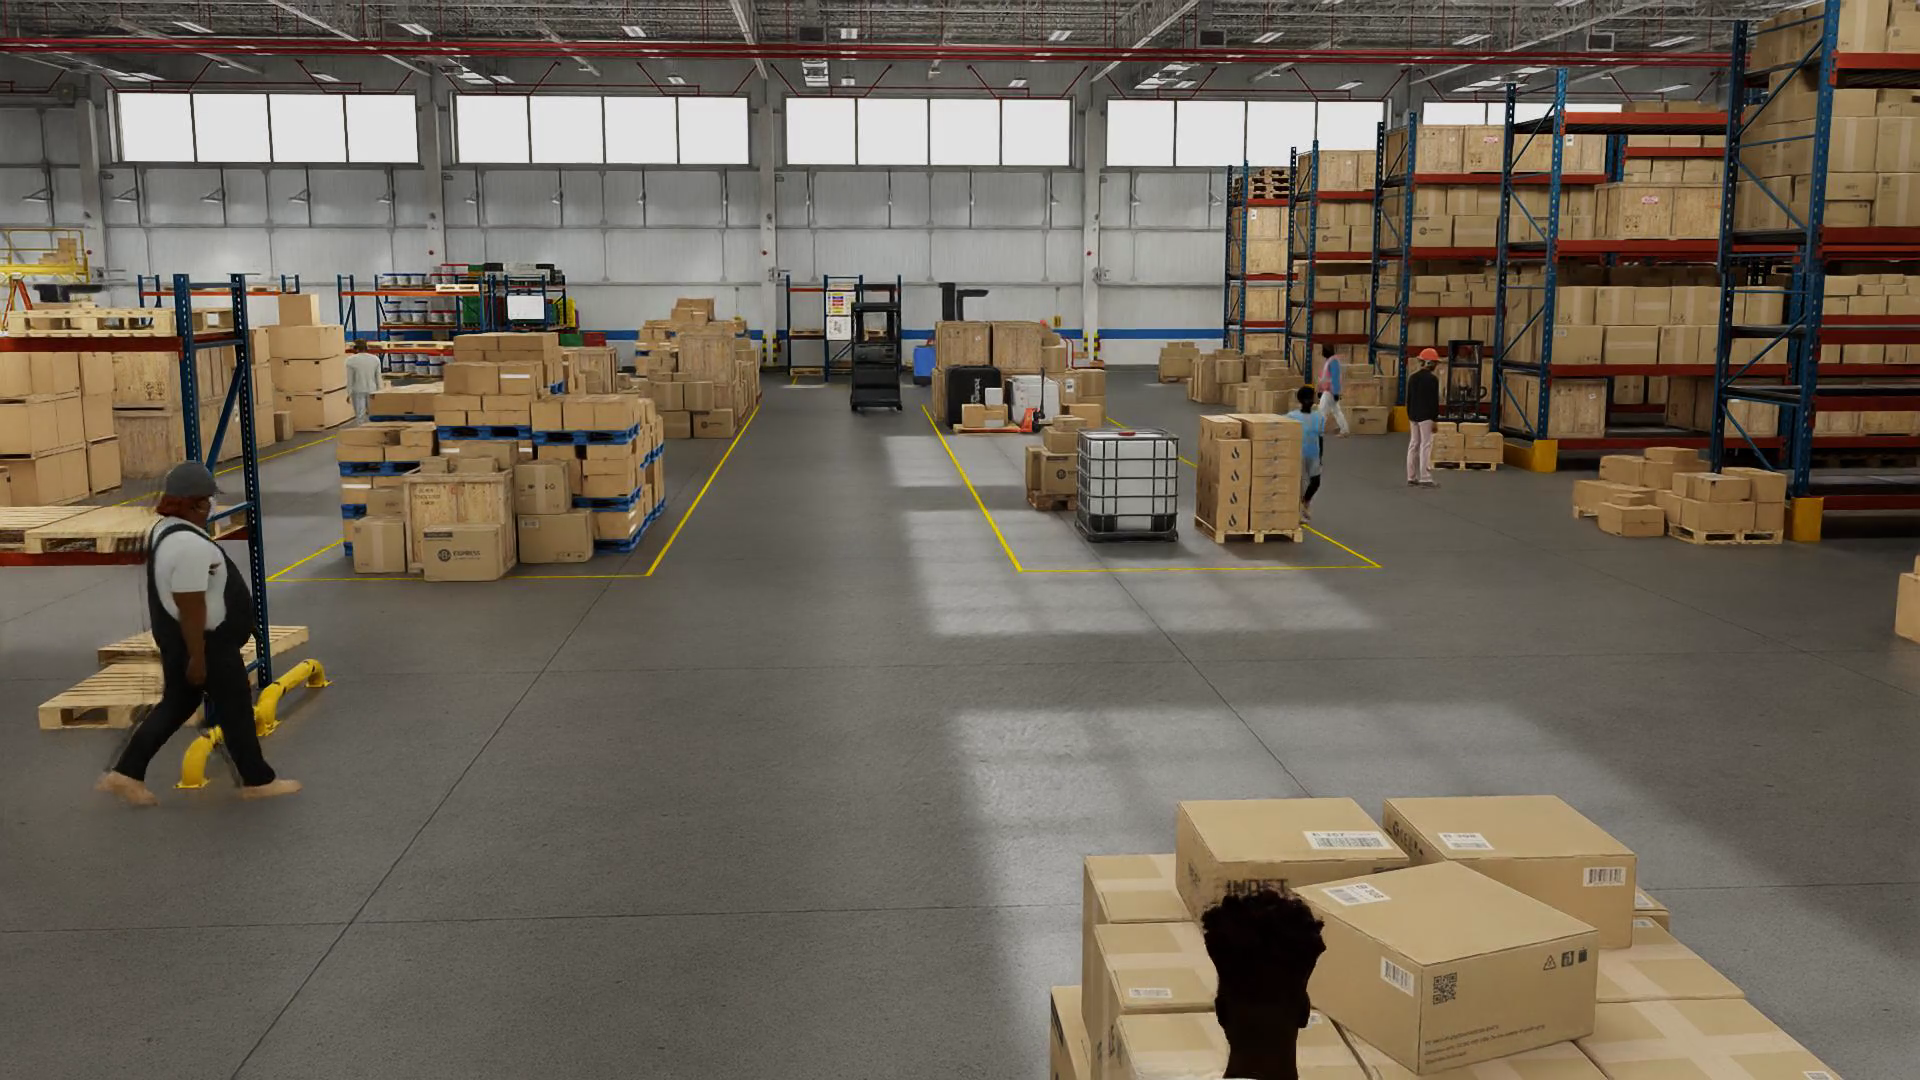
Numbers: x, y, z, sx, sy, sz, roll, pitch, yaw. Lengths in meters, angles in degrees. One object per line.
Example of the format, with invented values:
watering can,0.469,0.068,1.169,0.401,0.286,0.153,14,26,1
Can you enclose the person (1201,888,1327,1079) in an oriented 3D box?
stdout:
person,0.552,1.593,3.080,0.640,1.926,0.836,2,9,13

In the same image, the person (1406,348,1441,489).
person,6.600,-1.727,23.655,0.391,1.991,0.613,-4,10,-22

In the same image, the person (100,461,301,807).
person,-4.369,0.517,9.412,0.985,2.000,0.692,-7,11,-37

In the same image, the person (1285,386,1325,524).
person,4.178,-1.028,20.205,0.532,1.687,0.363,-2,9,-11

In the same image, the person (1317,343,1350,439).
person,6.791,-2.744,30.684,0.979,1.789,0.652,1,9,4

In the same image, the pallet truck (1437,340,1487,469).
pallet truck,8.004,-2.170,26.422,0.823,1.965,1.885,2,9,14

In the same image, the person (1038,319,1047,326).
person,2.077,-4.605,41.942,0.569,1.920,0.527,6,11,31

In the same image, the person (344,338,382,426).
person,-10.381,-2.546,28.961,0.627,1.941,0.371,-7,11,-36

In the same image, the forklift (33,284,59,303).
forklift,-19.836,-4.187,36.322,1.873,2.768,1.129,-6,11,-32

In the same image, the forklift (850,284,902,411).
forklift,-1.907,-4.354,37.368,1.129,2.768,1.873,-1,9,-5

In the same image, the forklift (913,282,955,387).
forklift,-0.330,-5.566,44.977,1.873,2.768,1.129,-1,9,-4
